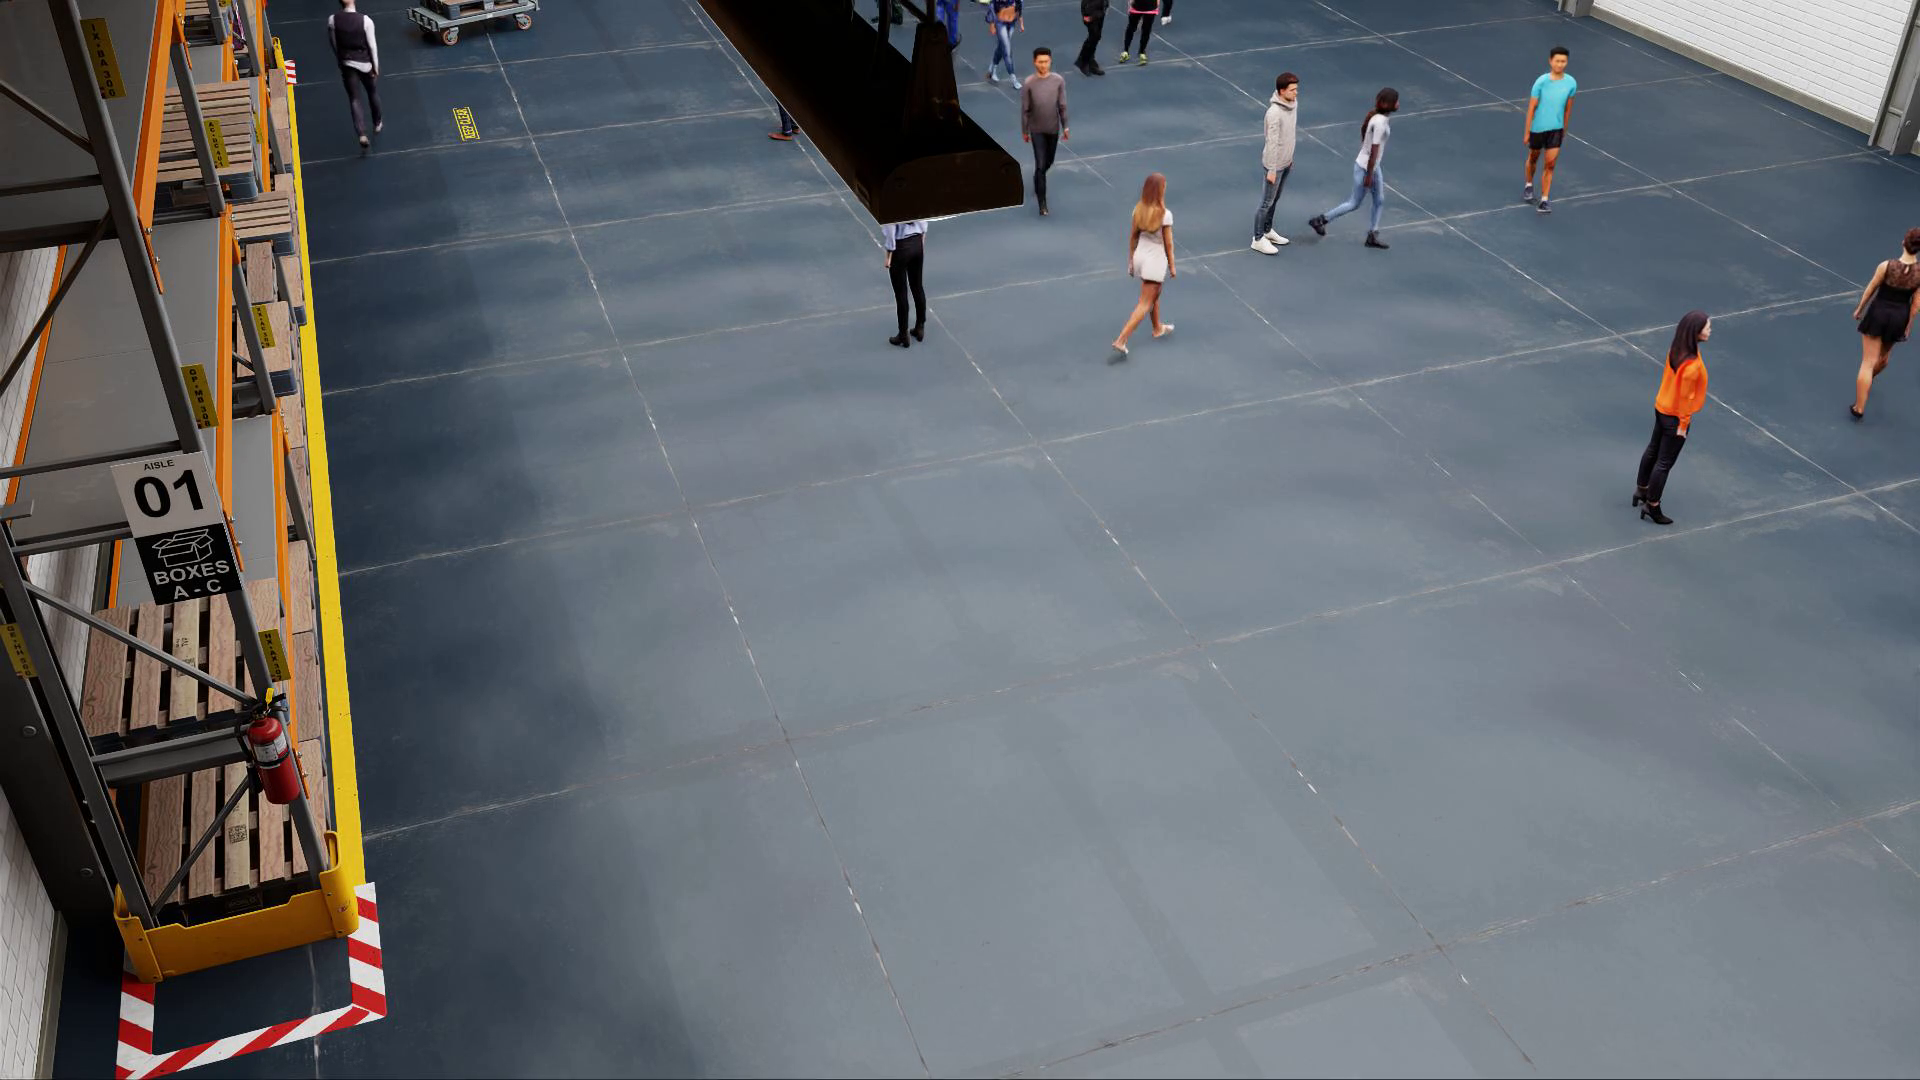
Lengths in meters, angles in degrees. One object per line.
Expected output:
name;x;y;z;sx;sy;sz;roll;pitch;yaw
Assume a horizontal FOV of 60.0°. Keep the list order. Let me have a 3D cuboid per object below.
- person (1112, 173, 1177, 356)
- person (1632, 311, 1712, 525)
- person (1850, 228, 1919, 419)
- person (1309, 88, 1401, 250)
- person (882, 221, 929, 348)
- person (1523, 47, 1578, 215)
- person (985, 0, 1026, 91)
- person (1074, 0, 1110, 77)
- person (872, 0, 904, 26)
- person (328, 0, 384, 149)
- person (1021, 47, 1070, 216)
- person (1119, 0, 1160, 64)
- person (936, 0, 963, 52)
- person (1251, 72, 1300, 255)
person;1.671;-2.461;15.074;0.922;1.661;1.126;-26;42;-34
person;5.455;-0.956;12.730;0.758;1.749;0.632;3;34;4
person;7.858;-1.810;14.117;1.006;1.635;1.146;9;35;14
person;4.093;-3.789;17.054;1.086;1.681;1.070;11;35;16
person;-0.488;-2.608;15.221;0.724;1.742;0.697;-27;42;-34
person;6.325;-4.477;18.039;0.937;1.735;1.167;3;34;5
person;0.541;-6.614;21.405;0.793;1.569;1.104;-21;39;-28
person;1.679;-6.957;21.746;0.821;1.763;0.777;21;39;28
person;-0.939;-8.235;23.607;0.869;1.831;0.792;8;34;12
person;-7.086;-5.483;19.521;0.772;1.771;1.292;-8;34;-12
person;0.909;-4.474;18.030;1.135;1.740;0.773;-11;35;-16
person;2.432;-7.158;22.257;0.714;1.531;0.672;9;35;14
person;-0.221;-7.194;22.109;1.068;1.754;1.300;4;34;7
person;3.246;-3.883;17.040;0.789;1.852;0.759;19;38;26
